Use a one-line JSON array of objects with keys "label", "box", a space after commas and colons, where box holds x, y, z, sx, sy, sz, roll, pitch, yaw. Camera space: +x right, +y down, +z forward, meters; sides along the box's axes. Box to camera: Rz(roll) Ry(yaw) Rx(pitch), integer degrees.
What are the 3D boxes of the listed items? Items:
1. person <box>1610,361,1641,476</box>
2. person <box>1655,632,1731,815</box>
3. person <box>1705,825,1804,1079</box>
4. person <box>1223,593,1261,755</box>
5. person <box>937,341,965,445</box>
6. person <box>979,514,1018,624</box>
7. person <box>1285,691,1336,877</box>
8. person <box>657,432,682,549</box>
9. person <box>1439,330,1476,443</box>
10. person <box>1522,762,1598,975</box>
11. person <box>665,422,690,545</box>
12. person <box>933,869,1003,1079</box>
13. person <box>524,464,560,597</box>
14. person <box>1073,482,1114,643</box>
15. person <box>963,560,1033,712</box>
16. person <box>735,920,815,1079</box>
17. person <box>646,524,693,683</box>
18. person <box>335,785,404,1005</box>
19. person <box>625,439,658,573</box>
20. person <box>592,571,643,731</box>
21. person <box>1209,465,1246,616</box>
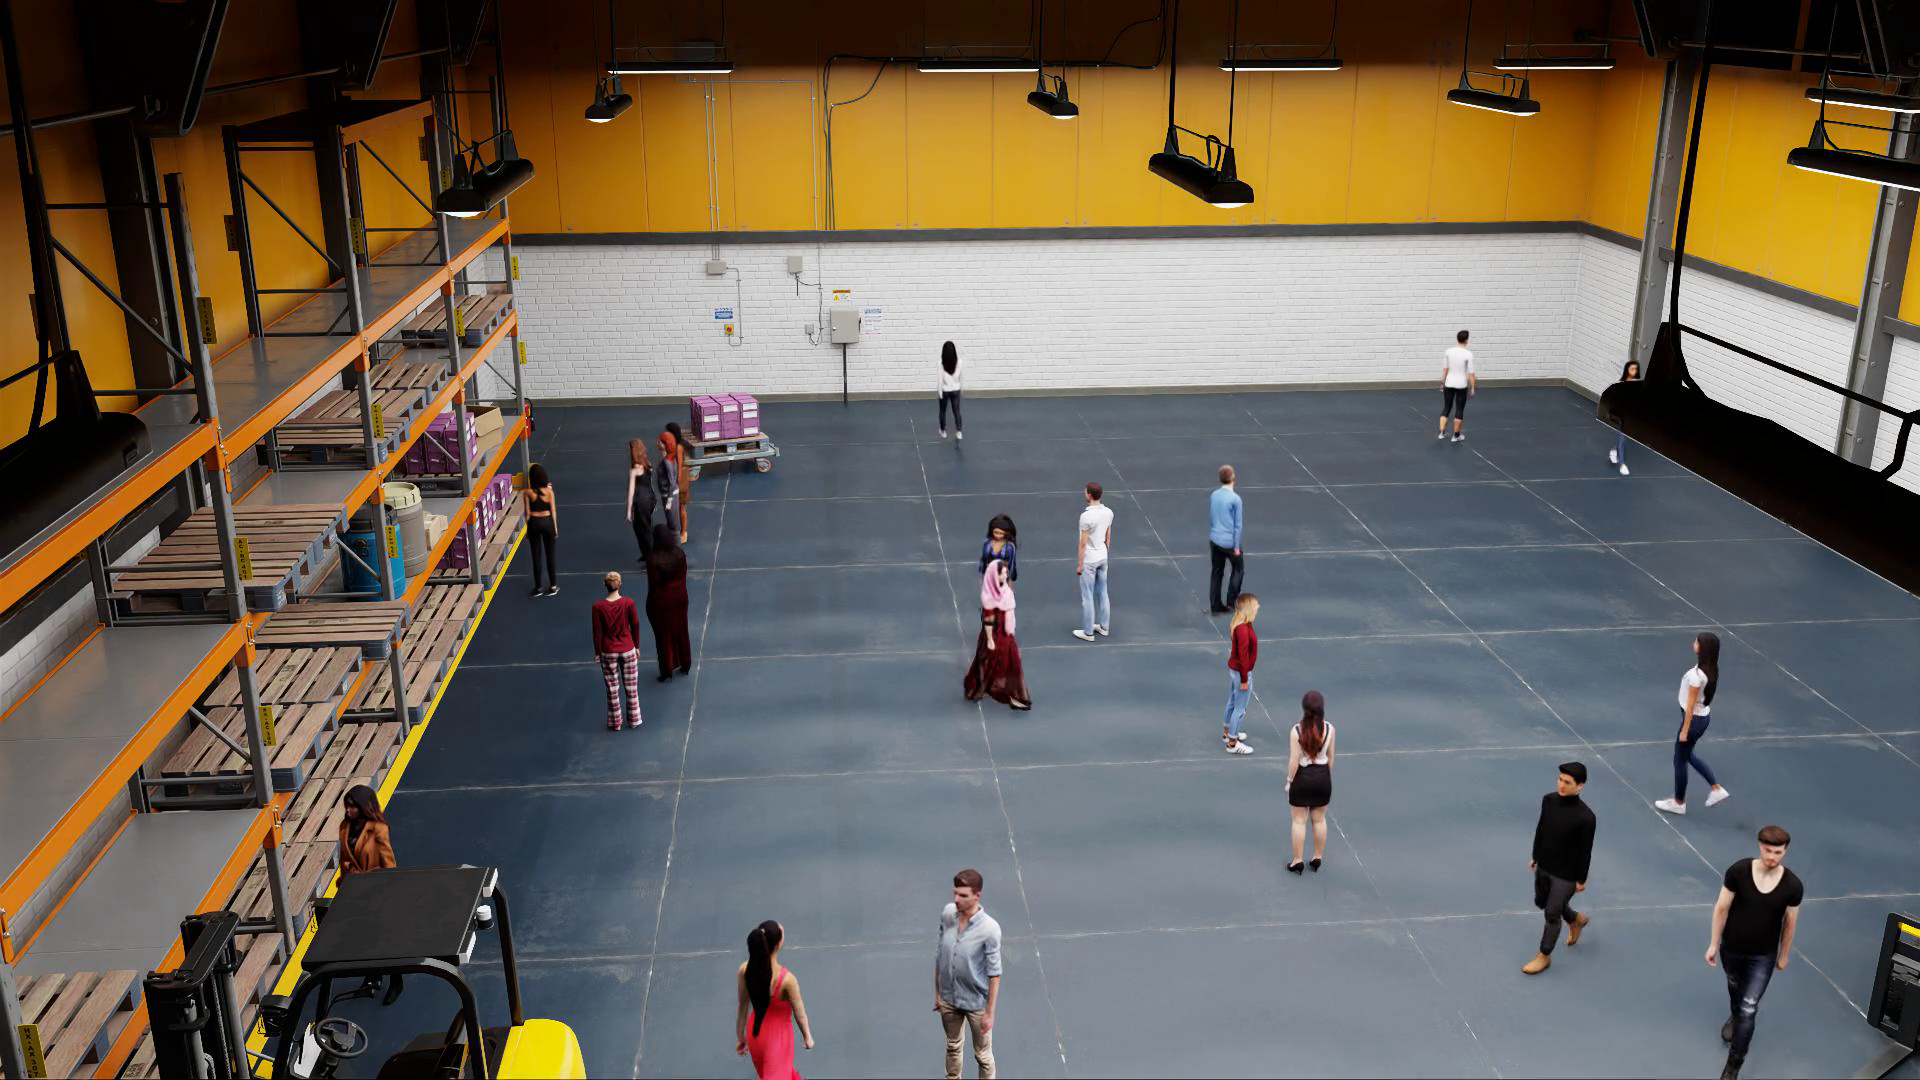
[{"label": "person", "box": [10.253, -1.915, 25.656, 0.681, 1.703, 1.155, 0, 19, -1]}, {"label": "person", "box": [6.660, 1.680, 14.891, 0.919, 1.761, 0.869, 14, 23, 35]}, {"label": "person", "box": [5.460, 2.780, 11.496, 1.192, 1.843, 1.297, 13, 23, 34]}, {"label": "person", "box": [2.751, 1.286, 16.266, 0.661, 1.630, 0.436, -1, 19, -2]}, {"label": "person", "box": [-0.125, -2.383, 27.106, 0.712, 1.665, 1.135, -4, 19, -11]}, {"label": "person", "box": [0.448, 0.460, 18.757, 0.721, 1.606, 0.729, 7, 20, 20]}, {"label": "person", "box": [2.942, 2.042, 13.987, 0.576, 1.651, 0.539, -4, 19, -11]}, {"label": "person", "box": [-3.737, -0.533, 21.435, 0.660, 1.779, 0.468, -4, 19, -10]}, {"label": "person", "box": [8.130, -2.523, 27.237, 0.789, 1.847, 0.848, 15, 24, 37]}, {"label": "person", "box": [4.612, 2.457, 12.669, 0.885, 1.707, 0.975, -8, 20, -23]}, {"label": "person", "box": [-3.767, -0.761, 22.255, 0.721, 1.686, 0.591, -10, 21, -27]}, {"label": "person", "box": [0.050, 2.984, 10.884, 0.730, 1.848, 0.767, 12, 22, 32]}, {"label": "person", "box": [-5.146, -0.127, 20.450, 0.549, 1.638, 0.564, -4, 19, -12]}, {"label": "person", "box": [1.538, 0.238, 19.035, 0.747, 1.848, 0.704, 17, 25, 41]}, {"label": "person", "box": [0.313, 0.980, 17.224, 1.116, 1.598, 1.077, 14, 23, 35]}, {"label": "person", "box": [-1.227, 3.233, 10.414, 0.991, 1.674, 1.187, 10, 21, 26]}, {"label": "person", "box": [-3.138, 0.668, 17.903, 0.831, 1.756, 0.775, 16, 24, 39]}, {"label": "person", "box": [-4.336, 2.599, 12.226, 0.781, 1.720, 0.760, 7, 20, 20]}, {"label": "person", "box": [-3.953, -0.436, 21.229, 0.868, 1.727, 0.770, 5, 19, 16]}, {"label": "person", "box": [-3.439, 1.099, 16.716, 0.657, 1.698, 0.584, -6, 20, -18]}, {"label": "person", "box": [3.087, 0.028, 19.757, 0.907, 1.786, 0.828, -13, 23, -34]}]
